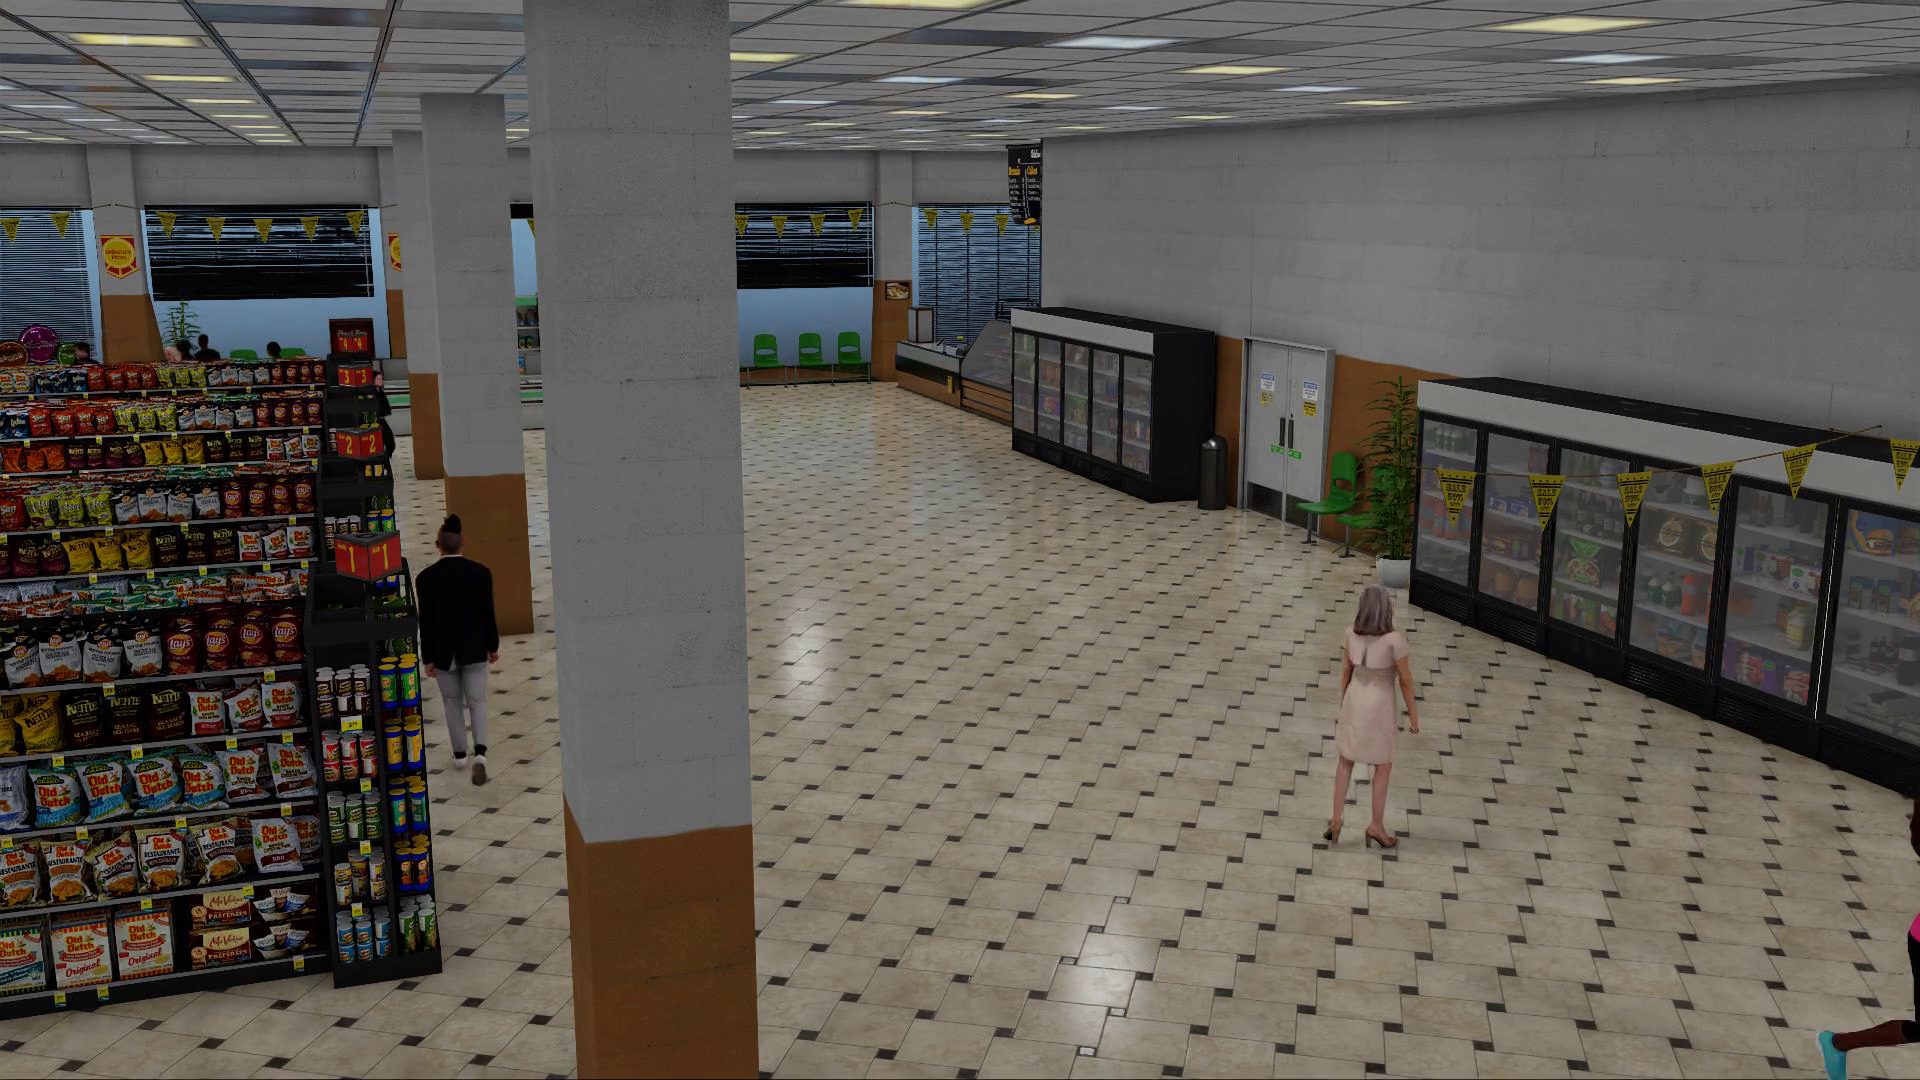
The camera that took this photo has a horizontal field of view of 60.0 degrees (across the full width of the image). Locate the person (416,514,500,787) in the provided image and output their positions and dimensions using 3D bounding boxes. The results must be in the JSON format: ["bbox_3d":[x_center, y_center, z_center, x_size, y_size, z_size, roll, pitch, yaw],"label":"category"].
[{"bbox_3d":[-3.520,0.792,11.769,1.091,1.926,0.757,-5,13,-21],"label":"person"}]

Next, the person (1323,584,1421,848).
[{"bbox_3d":[2.636,1.134,10.620,0.826,1.729,0.812,-10,15,-39],"label":"person"}]

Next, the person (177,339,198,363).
[{"bbox_3d":[-12.722,-2.426,27.581,1.173,1.708,0.979,-11,16,-43],"label":"person"}]

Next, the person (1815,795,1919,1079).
[{"bbox_3d":[4.301,1.813,7.452,0.911,1.707,0.981,10,15,39],"label":"person"}]

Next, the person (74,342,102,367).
[{"bbox_3d":[-13.663,-2.234,26.460,1.067,1.795,1.148,9,15,35],"label":"person"}]

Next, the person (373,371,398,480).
[{"bbox_3d":[-8.483,-1.635,24.024,0.767,1.626,0.725,3,12,15],"label":"person"}]

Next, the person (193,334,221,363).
[{"bbox_3d":[-12.627,-2.570,28.065,1.022,1.789,1.065,9,15,38],"label":"person"}]
